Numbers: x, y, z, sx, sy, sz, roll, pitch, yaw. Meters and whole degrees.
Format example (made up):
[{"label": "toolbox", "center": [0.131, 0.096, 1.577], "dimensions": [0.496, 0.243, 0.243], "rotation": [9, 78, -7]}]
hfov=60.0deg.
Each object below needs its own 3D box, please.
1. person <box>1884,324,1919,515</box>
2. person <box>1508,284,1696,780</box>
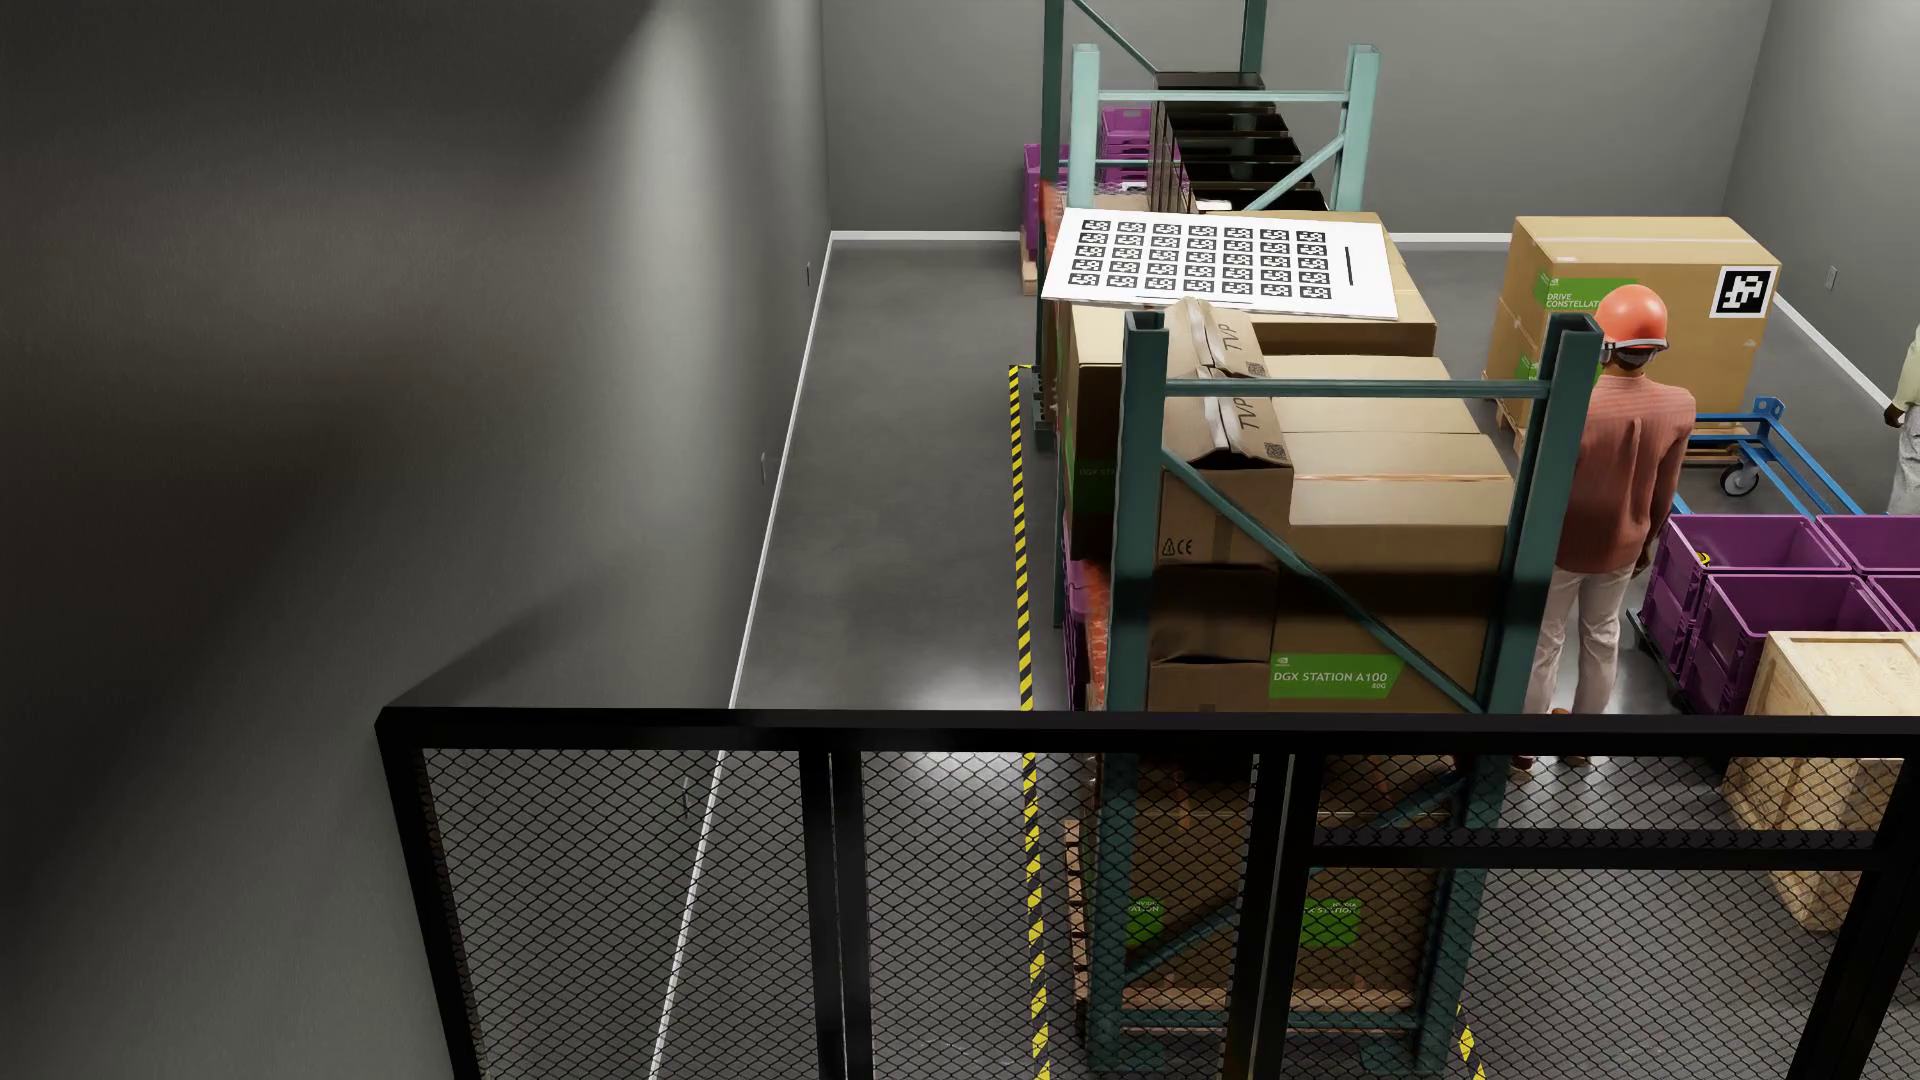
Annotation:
[{"label": "person", "center": [4.448, -0.652, 7.400], "dimensions": [0.599, 1.830, 0.404], "rotation": [2, 31, 3]}, {"label": "person", "center": [2.308, 0.004, 6.154], "dimensions": [0.622, 1.993, 0.382], "rotation": [-7, 32, -12]}]
